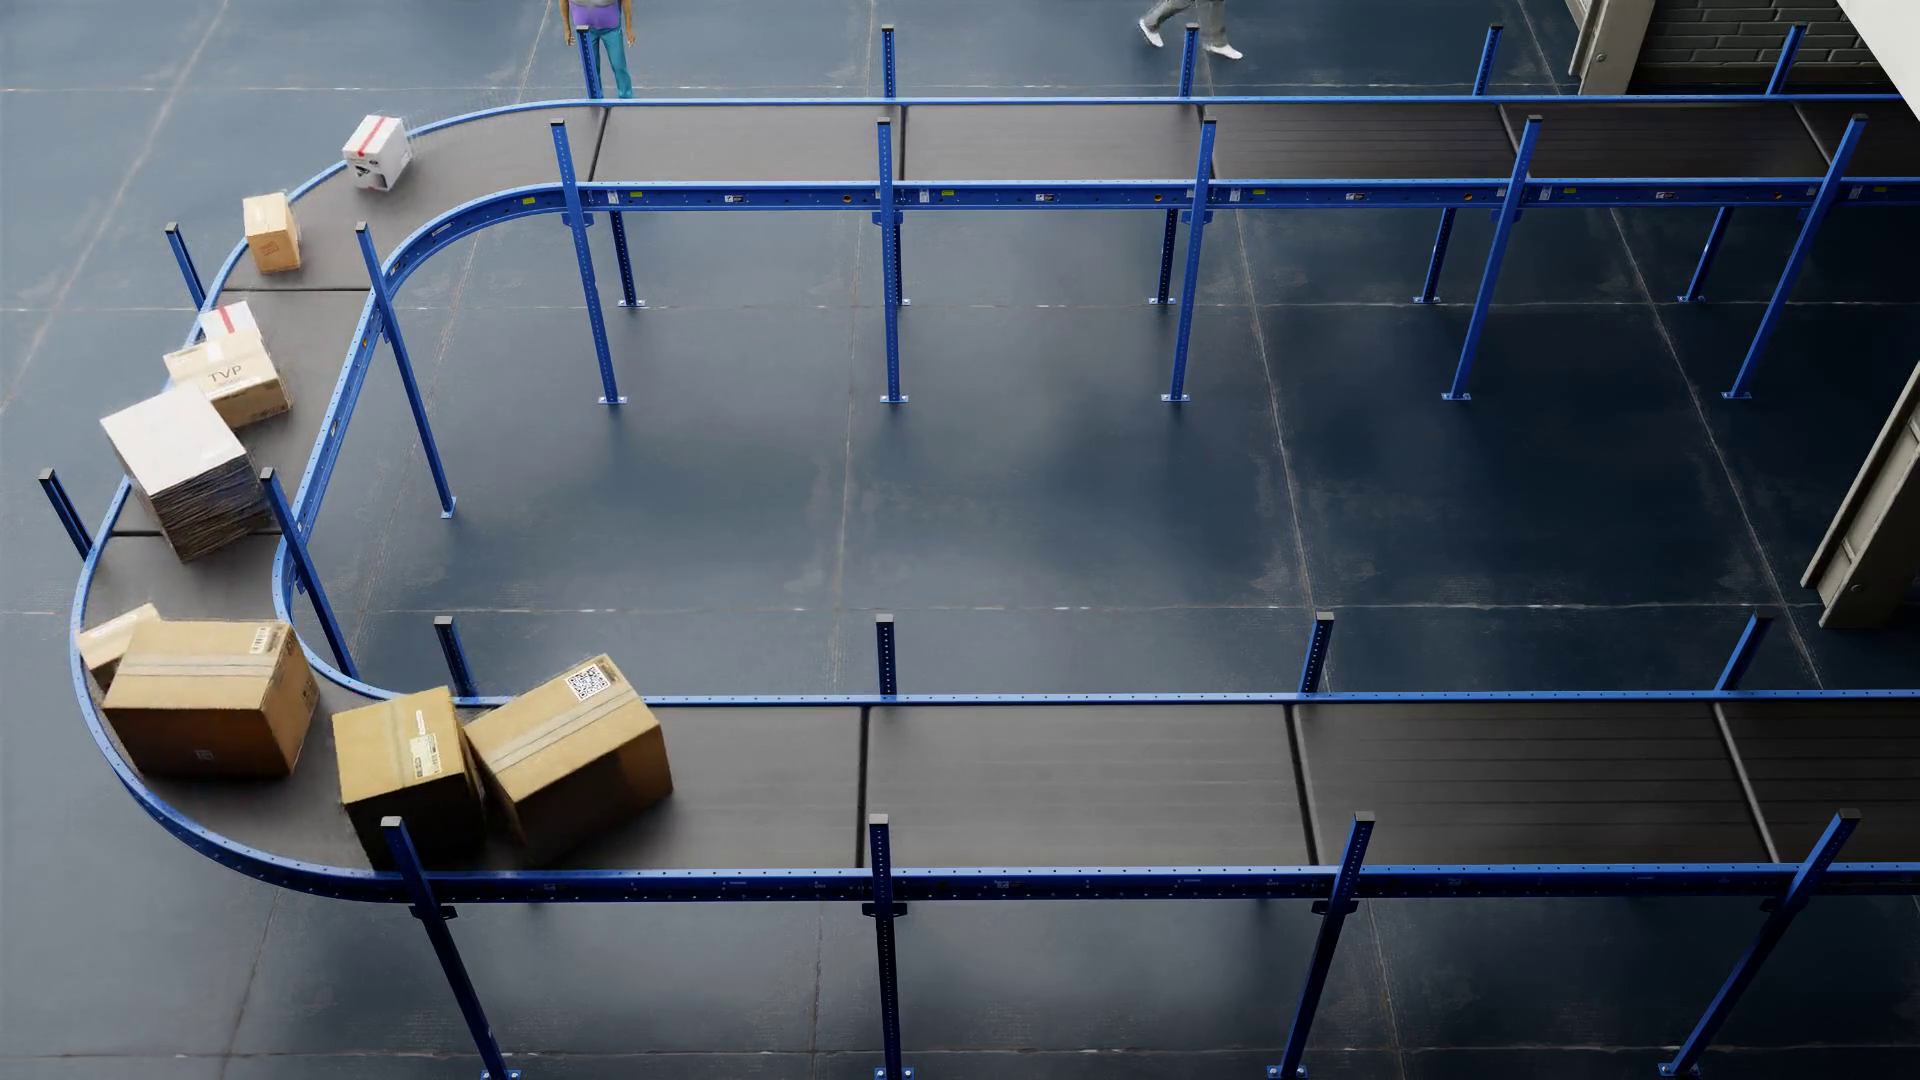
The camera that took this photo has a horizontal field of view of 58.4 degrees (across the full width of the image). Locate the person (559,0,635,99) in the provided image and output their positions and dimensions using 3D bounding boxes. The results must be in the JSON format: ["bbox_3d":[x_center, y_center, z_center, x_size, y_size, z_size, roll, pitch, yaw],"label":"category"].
[{"bbox_3d":[-2.926,-4.174,13.912,0.569,1.842,0.377,-1,47,-1],"label":"person"}]

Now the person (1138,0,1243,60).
[{"bbox_3d":[2.039,-5.033,14.680,0.920,1.896,0.595,20,50,18],"label":"person"}]
